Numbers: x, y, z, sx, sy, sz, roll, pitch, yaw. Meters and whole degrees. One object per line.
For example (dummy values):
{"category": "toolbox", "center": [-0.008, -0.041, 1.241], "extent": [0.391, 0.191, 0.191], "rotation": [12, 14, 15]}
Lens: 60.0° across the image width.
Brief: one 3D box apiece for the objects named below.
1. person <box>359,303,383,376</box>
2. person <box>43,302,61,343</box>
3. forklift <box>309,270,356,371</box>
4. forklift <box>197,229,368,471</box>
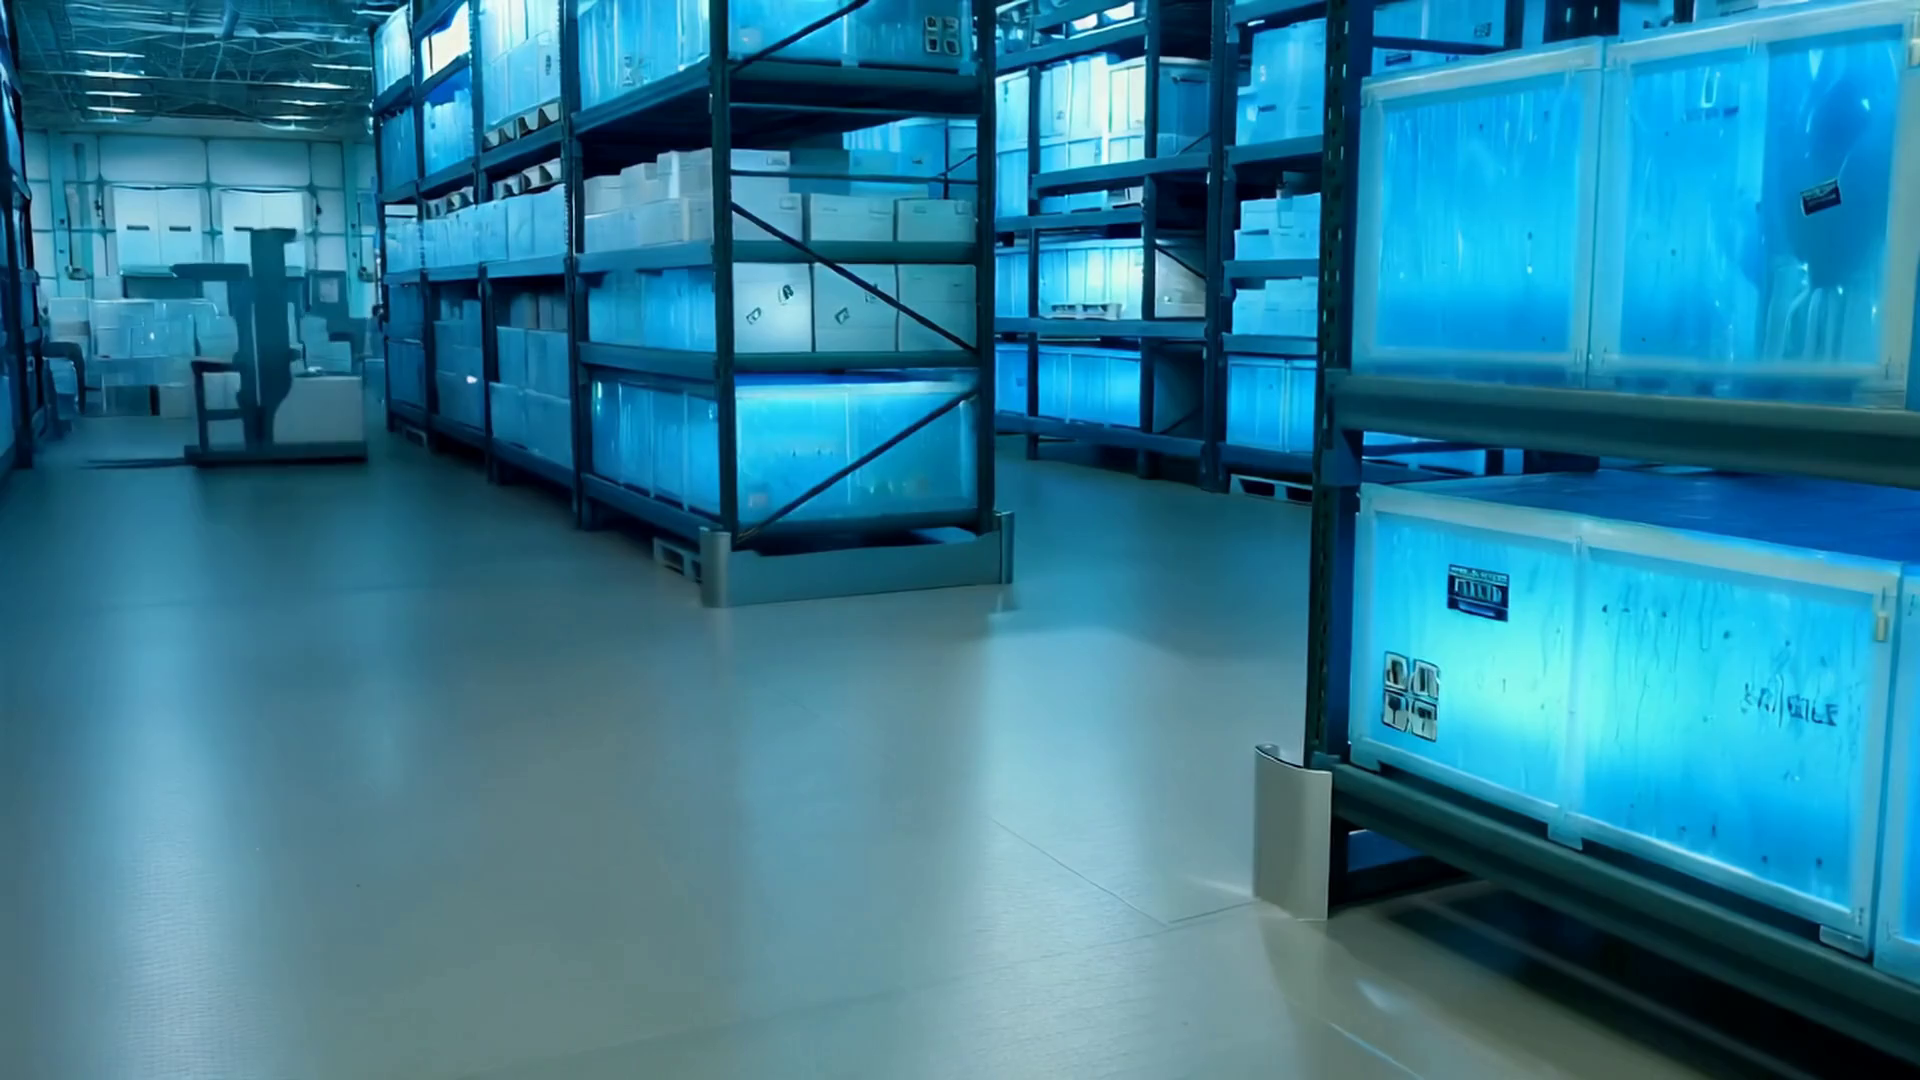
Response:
{"category": "person", "center": [-13.996, -4.703, 39.822], "extent": [0.764, 1.922, 0.639], "rotation": [-1, 8, -7]}
{"category": "person", "center": [-27.880, -6.338, 51.074], "extent": [0.384, 1.924, 0.589], "rotation": [2, 9, 16]}
{"category": "forklift", "center": [-17.534, -6.119, 46.287], "extent": [1.129, 2.768, 1.873], "rotation": [-4, 9, -26]}
{"category": "forklift", "center": [-8.159, -2.280, 19.810], "extent": [1.873, 2.768, 1.129], "rotation": [-4, 9, -26]}
